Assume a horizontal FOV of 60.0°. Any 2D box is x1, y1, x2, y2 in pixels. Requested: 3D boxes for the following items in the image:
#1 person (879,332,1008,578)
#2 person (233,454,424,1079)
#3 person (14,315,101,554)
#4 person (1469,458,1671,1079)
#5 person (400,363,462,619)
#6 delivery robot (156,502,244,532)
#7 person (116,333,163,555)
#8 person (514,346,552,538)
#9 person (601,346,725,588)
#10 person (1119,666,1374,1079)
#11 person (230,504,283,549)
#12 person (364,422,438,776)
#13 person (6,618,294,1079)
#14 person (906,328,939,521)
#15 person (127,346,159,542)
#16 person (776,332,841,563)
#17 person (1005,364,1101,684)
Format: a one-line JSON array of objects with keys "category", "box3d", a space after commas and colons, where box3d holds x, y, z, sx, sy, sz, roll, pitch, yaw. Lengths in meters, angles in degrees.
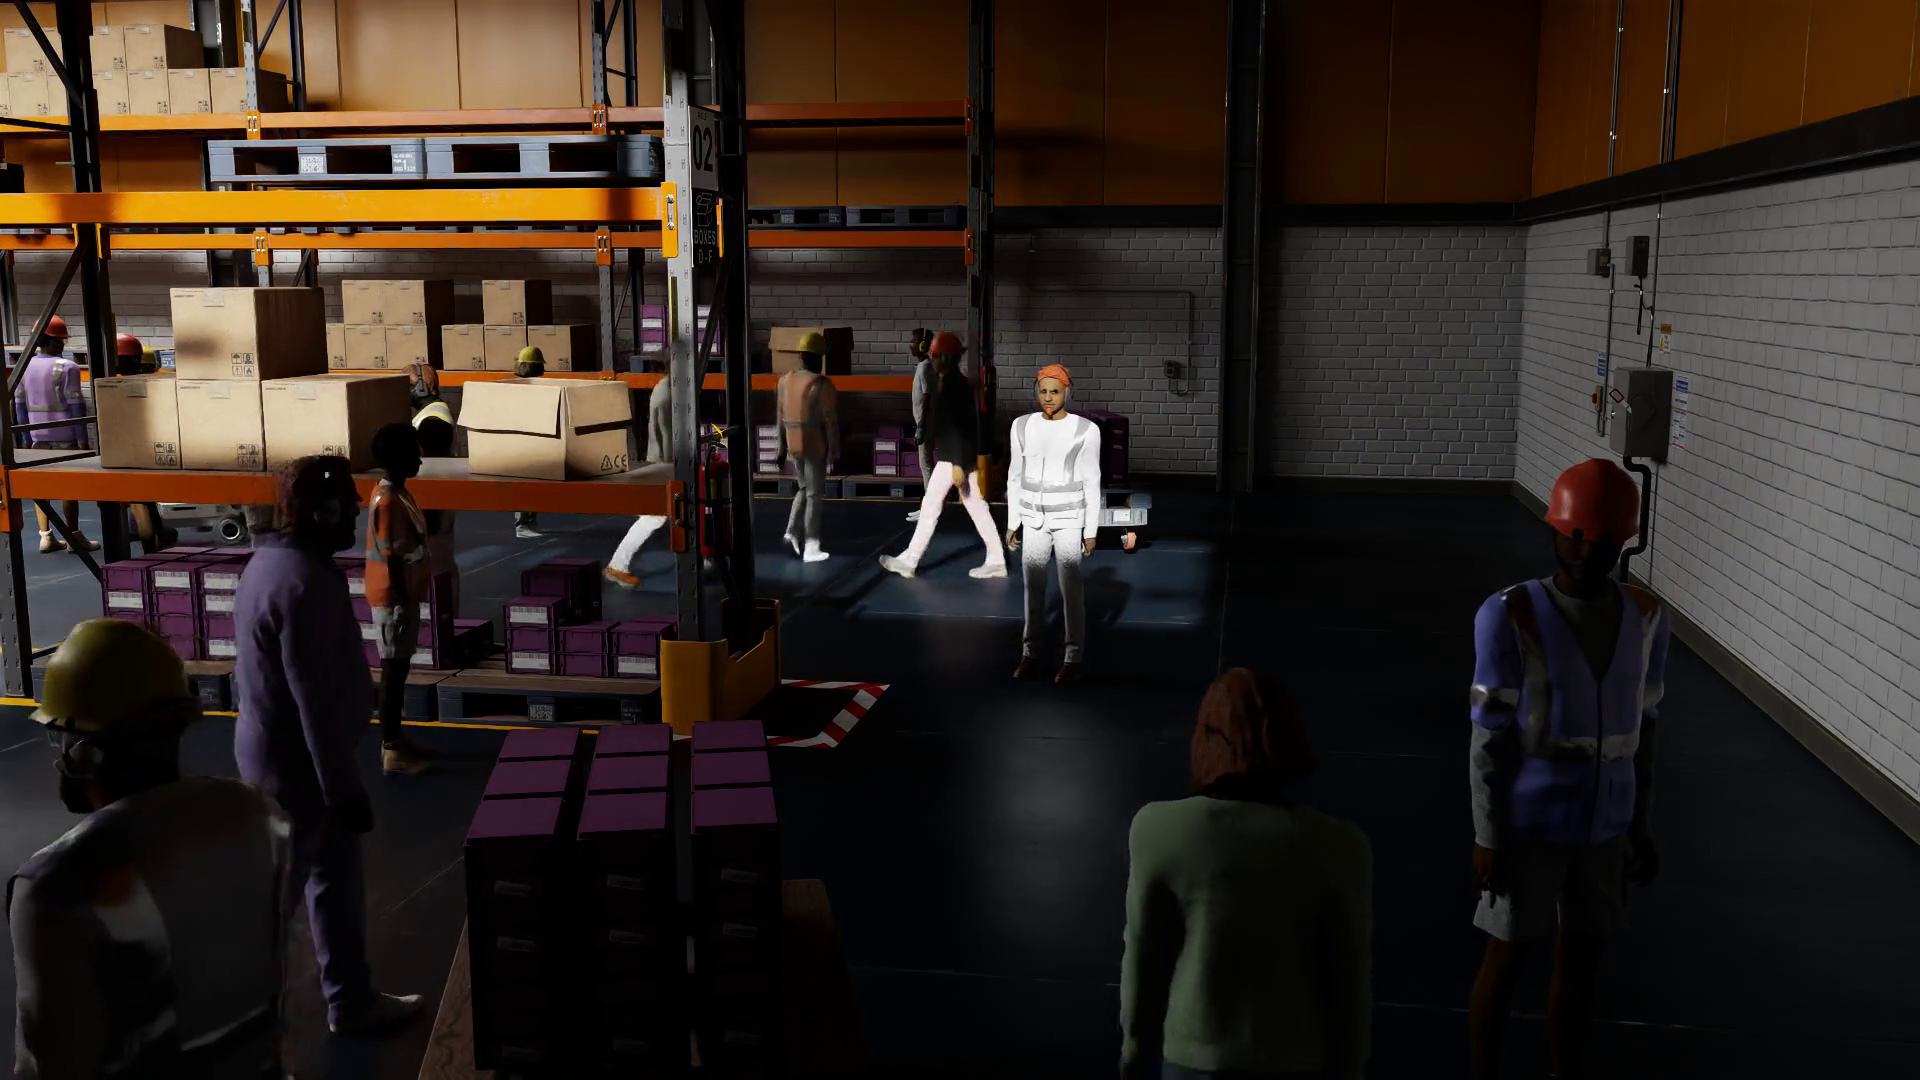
[{"category": "person", "box3d": [-0.082, -0.652, 13.044, 1.023, 1.942, 0.643, 2, 9, 14]}, {"category": "person", "box3d": [-2.003, 0.686, 5.012, 0.685, 1.867, 0.668, -5, 10, -27]}, {"category": "person", "box3d": [-7.733, -0.898, 14.251, 0.615, 2.040, 0.391, 2, 9, 9]}, {"category": "person", "box3d": [1.615, 0.742, 4.413, 0.547, 1.934, 0.375, -2, 9, -10]}, {"category": "person", "box3d": [-3.402, -0.215, 10.665, 0.429, 1.837, 0.629, -4, 10, -22]}, {"category": "delivery robot", "box3d": [-6.722, -0.278, 14.716, 0.707, 0.478, 0.477, -4, 10, -22]}, {"category": "person", "box3d": [-6.436, -0.637, 12.954, 0.356, 1.936, 0.551, -2, 9, -12]}, {"category": "person", "box3d": [-3.893, -0.893, 15.152, 0.325, 1.740, 0.492, 1, 9, 3]}, {"category": "person", "box3d": [-2.257, -0.544, 12.581, 0.971, 1.900, 0.651, -1, 9, -3]}, {"category": "person", "box3d": [0.577, 1.065, 3.381, 0.519, 1.618, 0.523, 1, 9, 8]}, {"category": "person", "box3d": [-4.925, -0.412, 11.885, 0.600, 1.829, 0.404, -7, 12, -38]}, {"category": "person", "box3d": [-2.701, 0.278, 8.020, 0.317, 1.696, 0.540, -3, 10, -18]}, {"category": "person", "box3d": [-1.411, 1.037, 2.944, 0.420, 1.815, 0.619, 3, 10, 18]}, {"category": "person", "box3d": [-0.360, -1.113, 16.106, 0.328, 1.876, 0.515, 1, 9, 4]}, {"category": "person", "box3d": [-7.256, -0.846, 14.813, 0.518, 1.756, 0.348, 5, 10, 28]}, {"category": "person", "box3d": [-1.239, -0.758, 13.767, 0.617, 1.913, 0.412, 6, 11, 34]}, {"category": "person", "box3d": [0.549, -0.095, 9.786, 0.580, 1.879, 0.346, 5, 10, 27]}]
